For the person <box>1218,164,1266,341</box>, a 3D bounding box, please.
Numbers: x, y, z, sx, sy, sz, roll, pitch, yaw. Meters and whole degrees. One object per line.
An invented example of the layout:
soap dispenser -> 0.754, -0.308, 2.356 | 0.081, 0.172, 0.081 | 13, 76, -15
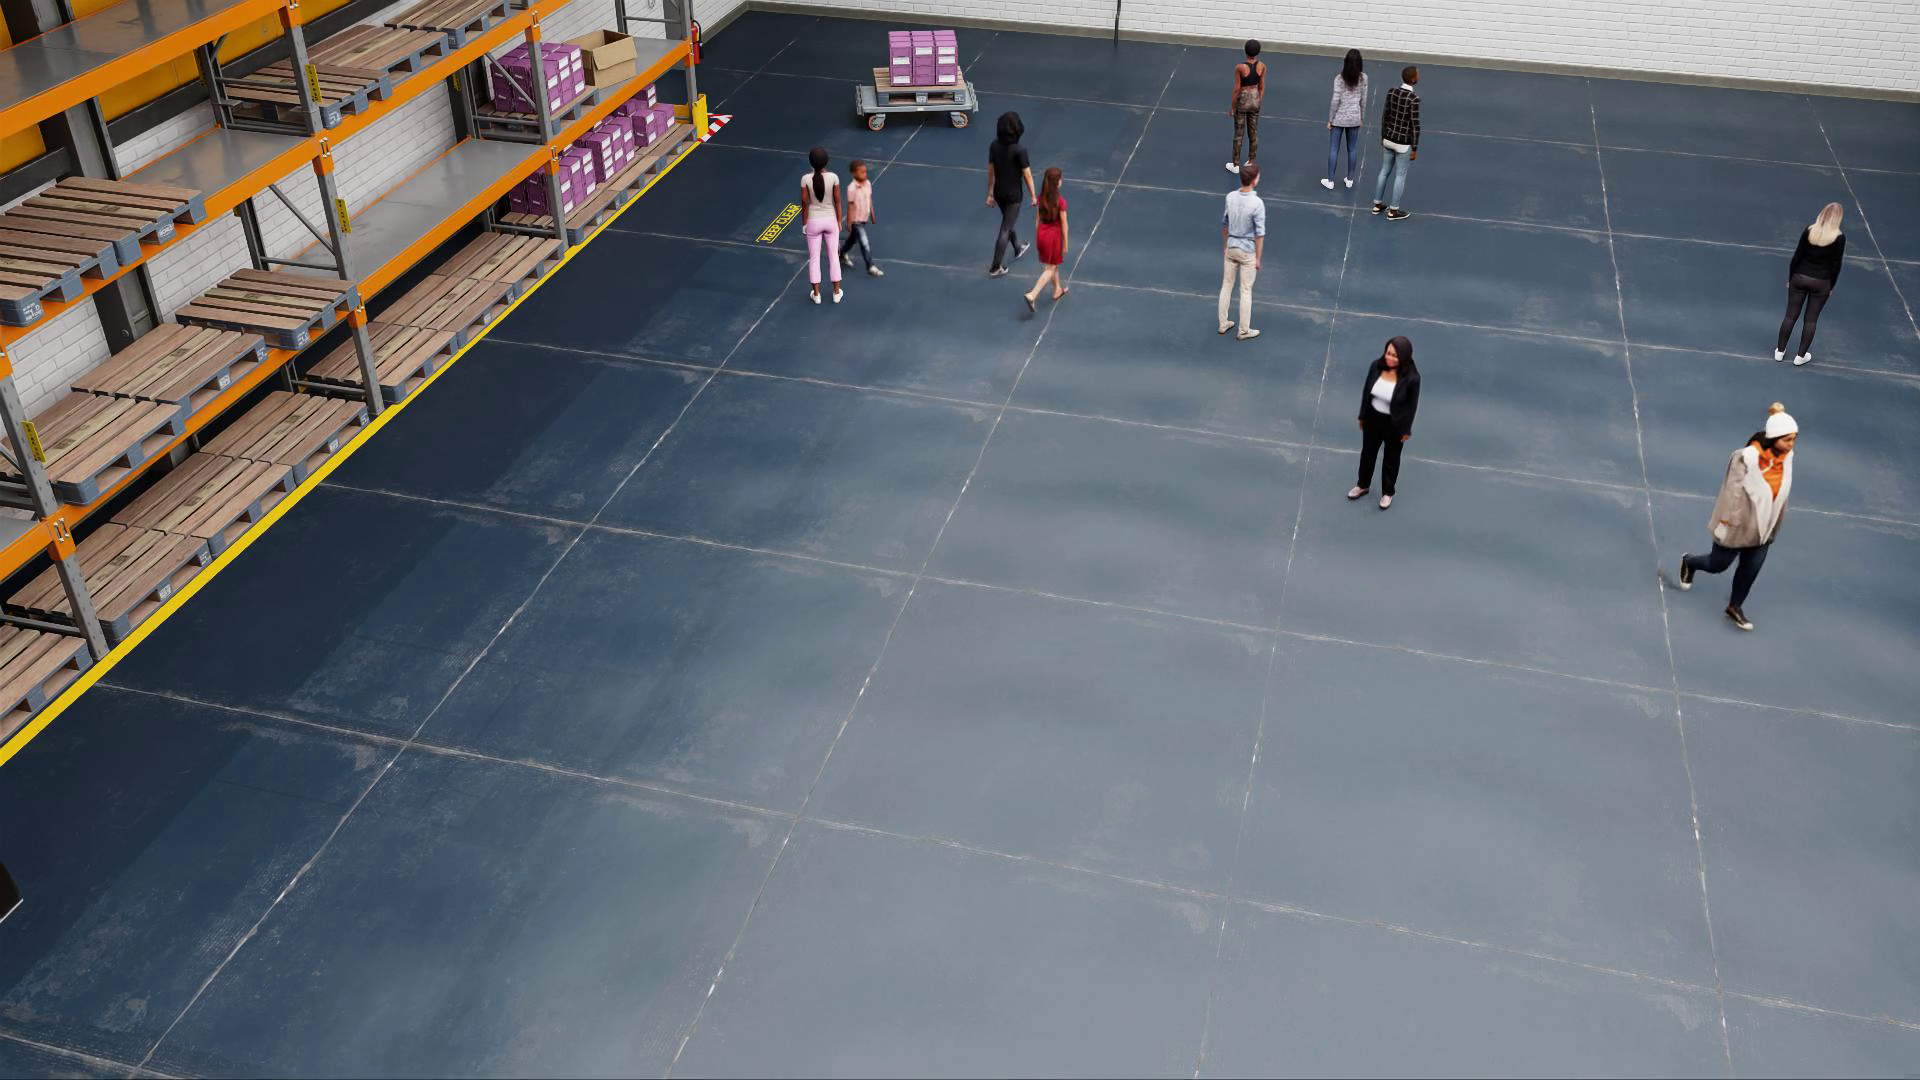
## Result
person -> 2.891, -2.968, 17.089 | 0.735, 1.847, 0.733 | -28, 43, -36

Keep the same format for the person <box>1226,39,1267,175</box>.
person -> 3.629, -5.486, 21.009 | 0.658, 1.701, 0.676 | -8, 34, -11

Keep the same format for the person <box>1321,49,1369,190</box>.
person -> 4.772, -5.210, 20.564 | 0.677, 1.733, 0.654 | -4, 34, -6

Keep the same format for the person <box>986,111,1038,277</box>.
person -> 0.472, -3.784, 18.358 | 0.964, 1.800, 1.169 | 25, 41, 32

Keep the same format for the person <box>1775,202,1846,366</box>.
person -> 8.503, -2.564, 16.627 | 0.684, 1.685, 0.679 | 25, 41, 33

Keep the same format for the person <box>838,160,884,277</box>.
person -> -1.181, -3.627, 18.586 | 0.781, 1.287, 0.928 | 22, 39, 29

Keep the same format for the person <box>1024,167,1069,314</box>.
person -> 0.920, -3.171, 17.686 | 0.812, 1.524, 1.094 | 24, 41, 32

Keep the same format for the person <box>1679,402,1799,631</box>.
person -> 6.072, -0.224, 12.935 | 0.980, 1.875, 1.123 | -9, 35, -13

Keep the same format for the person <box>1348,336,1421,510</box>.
person -> 3.696, -1.042, 14.399 | 0.720, 1.617, 0.725 | 20, 38, 27

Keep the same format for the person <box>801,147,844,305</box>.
person -> -1.479, -3.370, 17.788 | 0.654, 1.742, 0.641 | -5, 34, -8

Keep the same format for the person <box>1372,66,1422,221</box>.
person -> 5.202, -4.732, 19.768 | 0.763, 1.819, 0.743 | -23, 40, -31
